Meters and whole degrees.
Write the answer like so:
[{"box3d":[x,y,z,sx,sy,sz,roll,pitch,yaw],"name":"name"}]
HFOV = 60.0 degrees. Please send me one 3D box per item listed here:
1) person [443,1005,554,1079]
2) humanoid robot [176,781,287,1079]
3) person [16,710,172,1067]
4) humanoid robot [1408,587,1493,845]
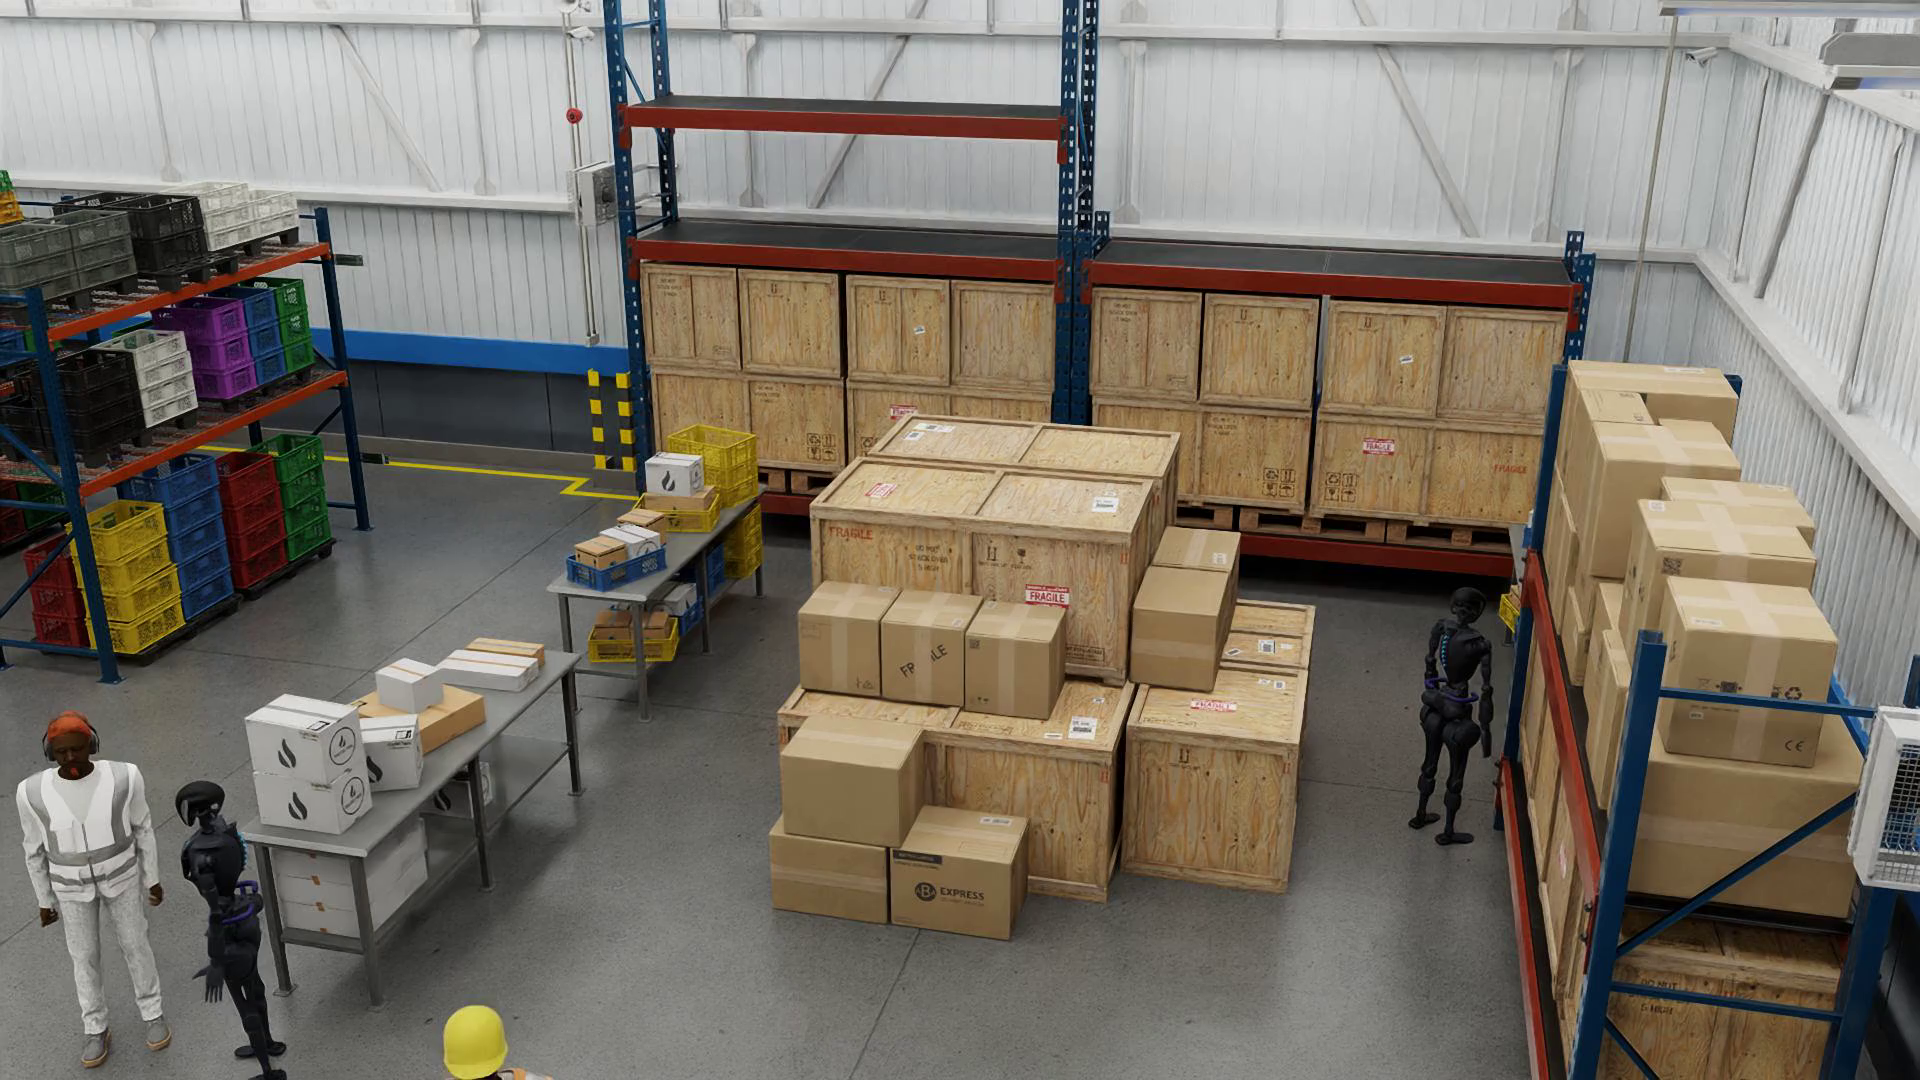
[{"box3d":[-1.702,2.534,6.094,0.586,1.927,0.359,-7,22,-18],"name":"person"},{"box3d":[-3.545,1.908,8.059,0.318,1.657,0.603,-6,22,-15],"name":"humanoid robot"},{"box3d":[-4.290,1.722,8.279,0.571,1.884,0.357,-10,23,-24],"name":"person"},{"box3d":[3.057,1.063,10.278,0.331,1.653,0.600,-10,23,-24],"name":"humanoid robot"}]
